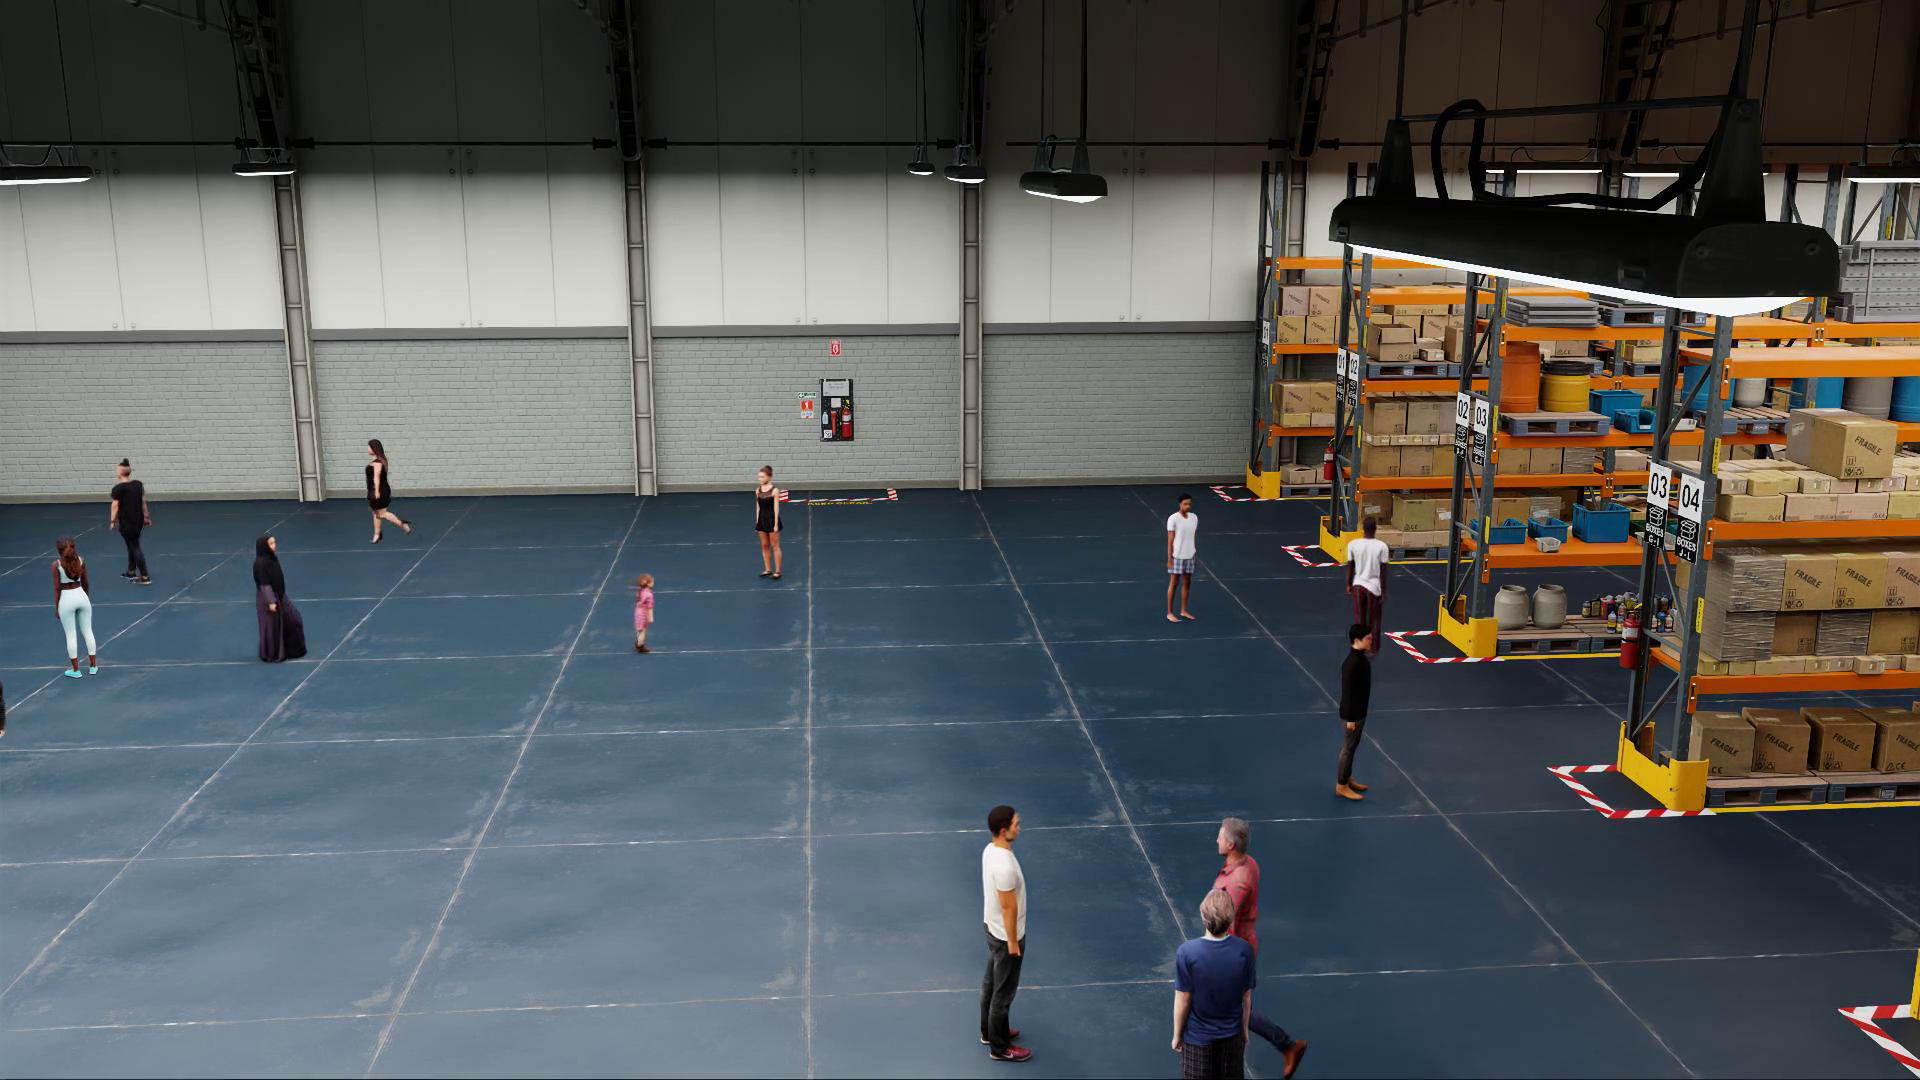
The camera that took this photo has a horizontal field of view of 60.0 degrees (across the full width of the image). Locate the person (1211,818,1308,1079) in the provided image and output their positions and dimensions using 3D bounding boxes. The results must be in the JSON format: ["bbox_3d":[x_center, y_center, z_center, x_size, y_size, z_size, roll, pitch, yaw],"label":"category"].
[{"bbox_3d":[1.926,2.761,11.132,1.188,1.805,0.966,4,14,18],"label":"person"}]

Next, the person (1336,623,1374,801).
[{"bbox_3d":[3.830,1.640,16.156,0.699,1.723,0.723,6,14,23],"label":"person"}]

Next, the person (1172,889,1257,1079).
[{"bbox_3d":[1.523,2.986,10.016,0.479,1.871,0.724,-2,13,-8],"label":"person"}]

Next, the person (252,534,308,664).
[{"bbox_3d":[-8.522,0.712,20.416,0.879,1.609,0.749,3,13,12],"label":"person"}]

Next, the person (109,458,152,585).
[{"bbox_3d":[-11.936,-0.259,24.090,0.995,1.842,0.894,4,13,15],"label":"person"}]

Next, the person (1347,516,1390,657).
[{"bbox_3d":[4.943,0.646,20.260,1.000,1.808,0.982,5,14,22],"label":"person"}]

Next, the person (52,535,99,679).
[{"bbox_3d":[-10.587,0.780,19.866,0.708,1.725,0.646,11,17,40],"label":"person"}]

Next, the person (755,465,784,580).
[{"bbox_3d":[-2.810,-0.269,24.494,0.677,1.681,0.753,8,15,32],"label":"person"}]

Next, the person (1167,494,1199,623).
[{"bbox_3d":[2.977,0.212,22.304,0.614,1.731,0.755,-7,15,-29],"label":"person"}]

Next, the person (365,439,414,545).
[{"bbox_3d":[-9.171,-0.748,26.523,0.928,1.698,0.693,-2,13,-9],"label":"person"}]

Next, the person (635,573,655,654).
[{"bbox_3d":[-3.985,0.924,20.835,0.586,1.007,0.528,-12,17,-41],"label":"person"}]

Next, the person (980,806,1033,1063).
[{"bbox_3d":[0.286,2.686,11.464,0.566,1.802,0.659,-3,13,-11],"label":"person"}]
